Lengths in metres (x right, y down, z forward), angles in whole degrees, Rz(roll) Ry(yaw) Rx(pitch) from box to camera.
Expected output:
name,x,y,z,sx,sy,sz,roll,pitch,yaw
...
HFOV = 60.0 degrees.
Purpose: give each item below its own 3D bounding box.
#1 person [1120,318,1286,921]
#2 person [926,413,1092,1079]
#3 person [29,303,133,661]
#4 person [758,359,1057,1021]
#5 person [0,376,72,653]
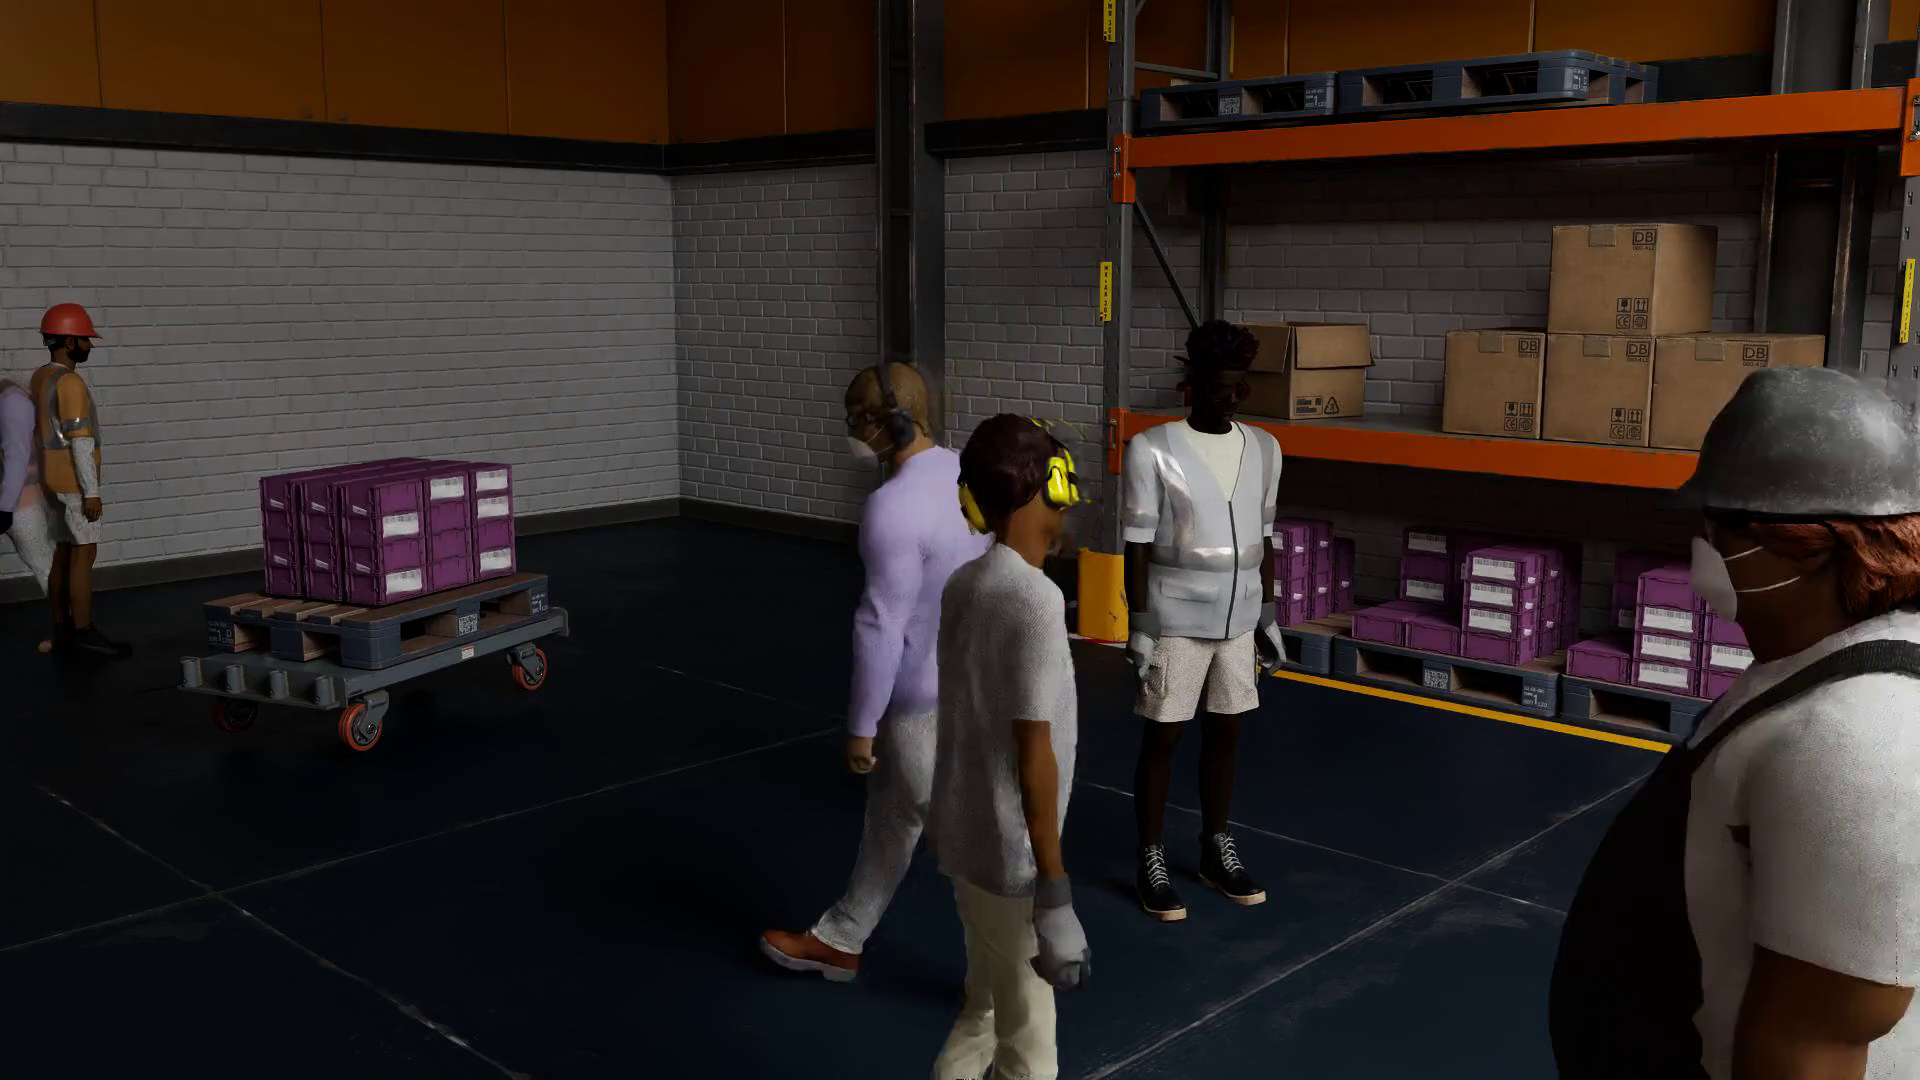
name,x,y,z,sx,sy,sz,roll,pitch,yaw
person,0.807,0.259,5.476,0.604,1.959,0.377,-4,10,-25
person,0.062,0.676,3.338,0.389,1.836,0.638,-2,10,-13
person,-4.806,-0.314,9.061,0.553,1.933,0.370,8,12,41
person,-0.134,0.433,4.679,0.926,1.881,0.679,3,10,15
person,-5.206,-0.212,8.924,0.632,1.785,0.987,4,10,22
